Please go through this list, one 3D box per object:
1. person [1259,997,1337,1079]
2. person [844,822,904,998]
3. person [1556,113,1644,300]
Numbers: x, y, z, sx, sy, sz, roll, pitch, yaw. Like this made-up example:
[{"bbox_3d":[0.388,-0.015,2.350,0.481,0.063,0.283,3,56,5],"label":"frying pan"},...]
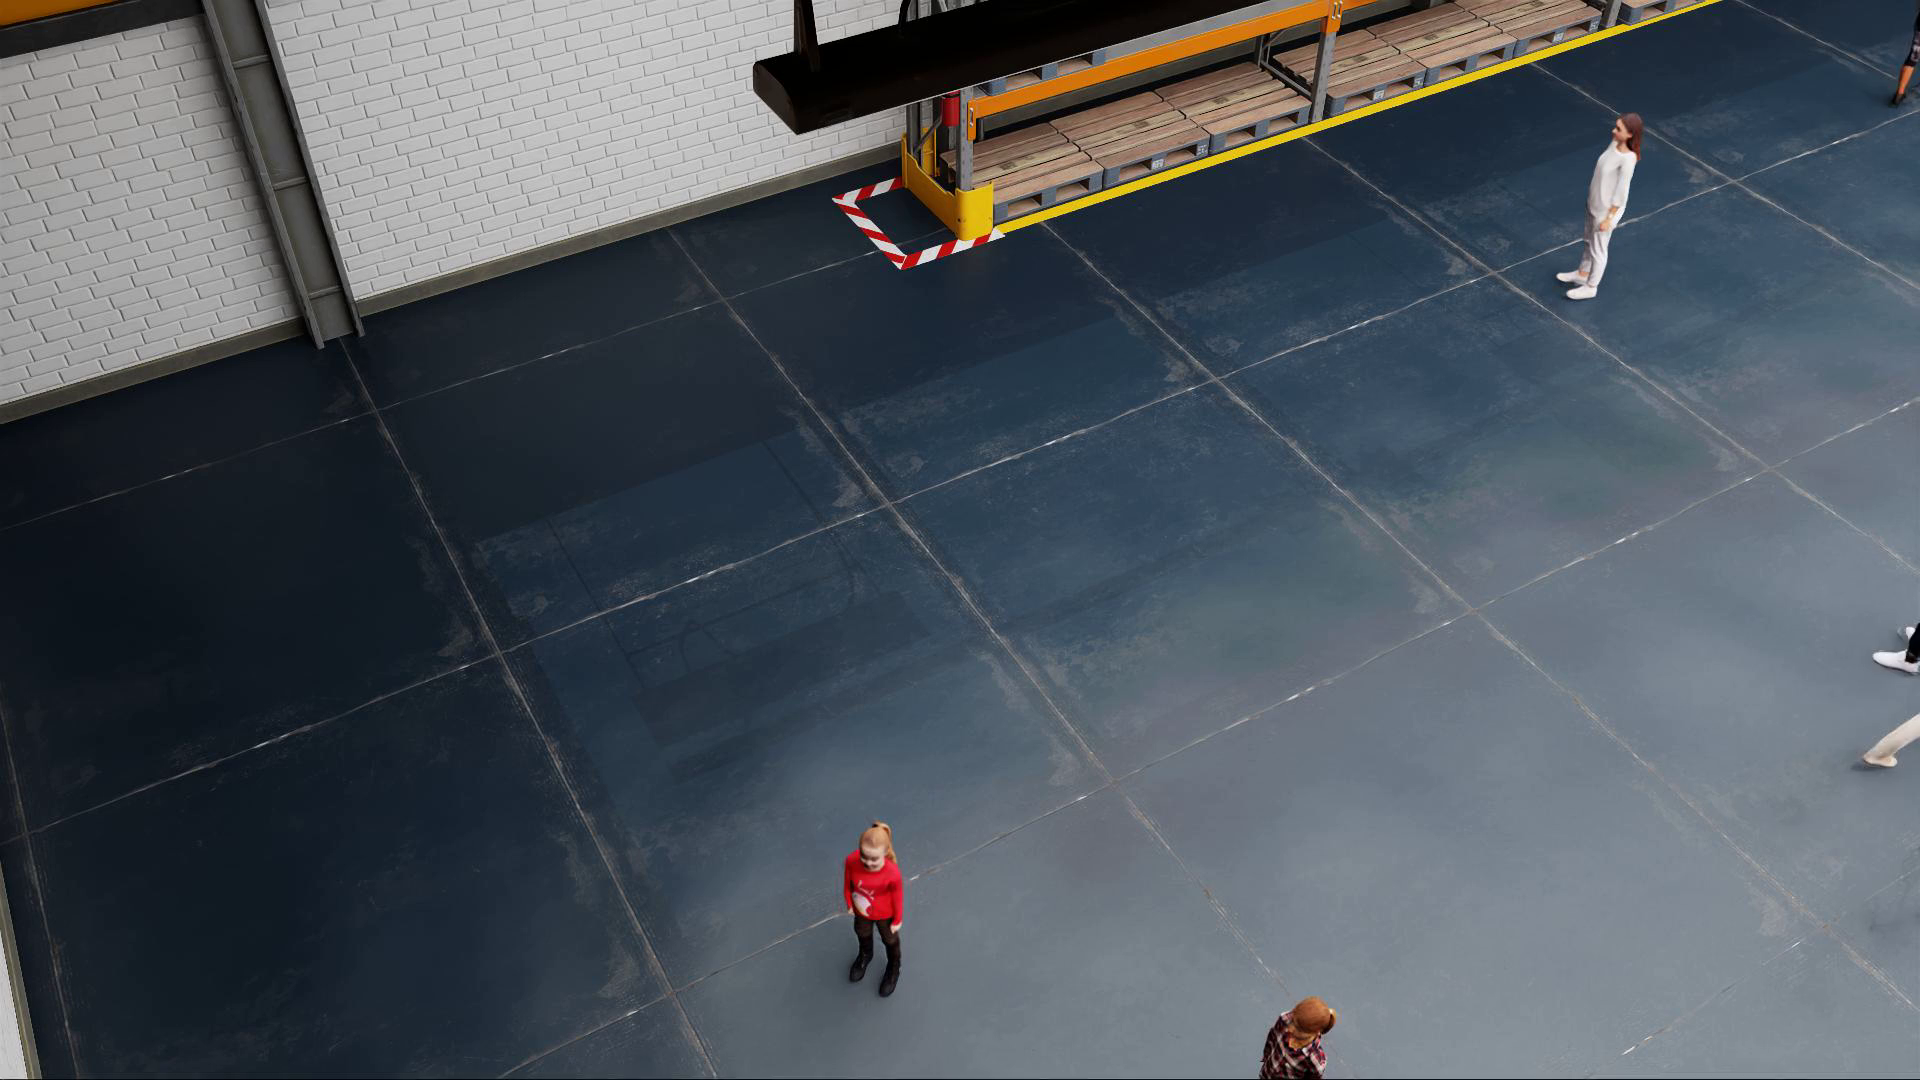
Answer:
[{"bbox_3d":[1.650,2.681,8.314,0.538,1.305,0.533,-19,47,-19],"label":"person"},{"bbox_3d":[-0.467,1.981,9.064,0.591,1.283,0.644,15,46,15],"label":"person"},{"bbox_3d":[5.343,-2.771,13.759,0.688,1.689,0.682,0,44,0],"label":"person"}]
